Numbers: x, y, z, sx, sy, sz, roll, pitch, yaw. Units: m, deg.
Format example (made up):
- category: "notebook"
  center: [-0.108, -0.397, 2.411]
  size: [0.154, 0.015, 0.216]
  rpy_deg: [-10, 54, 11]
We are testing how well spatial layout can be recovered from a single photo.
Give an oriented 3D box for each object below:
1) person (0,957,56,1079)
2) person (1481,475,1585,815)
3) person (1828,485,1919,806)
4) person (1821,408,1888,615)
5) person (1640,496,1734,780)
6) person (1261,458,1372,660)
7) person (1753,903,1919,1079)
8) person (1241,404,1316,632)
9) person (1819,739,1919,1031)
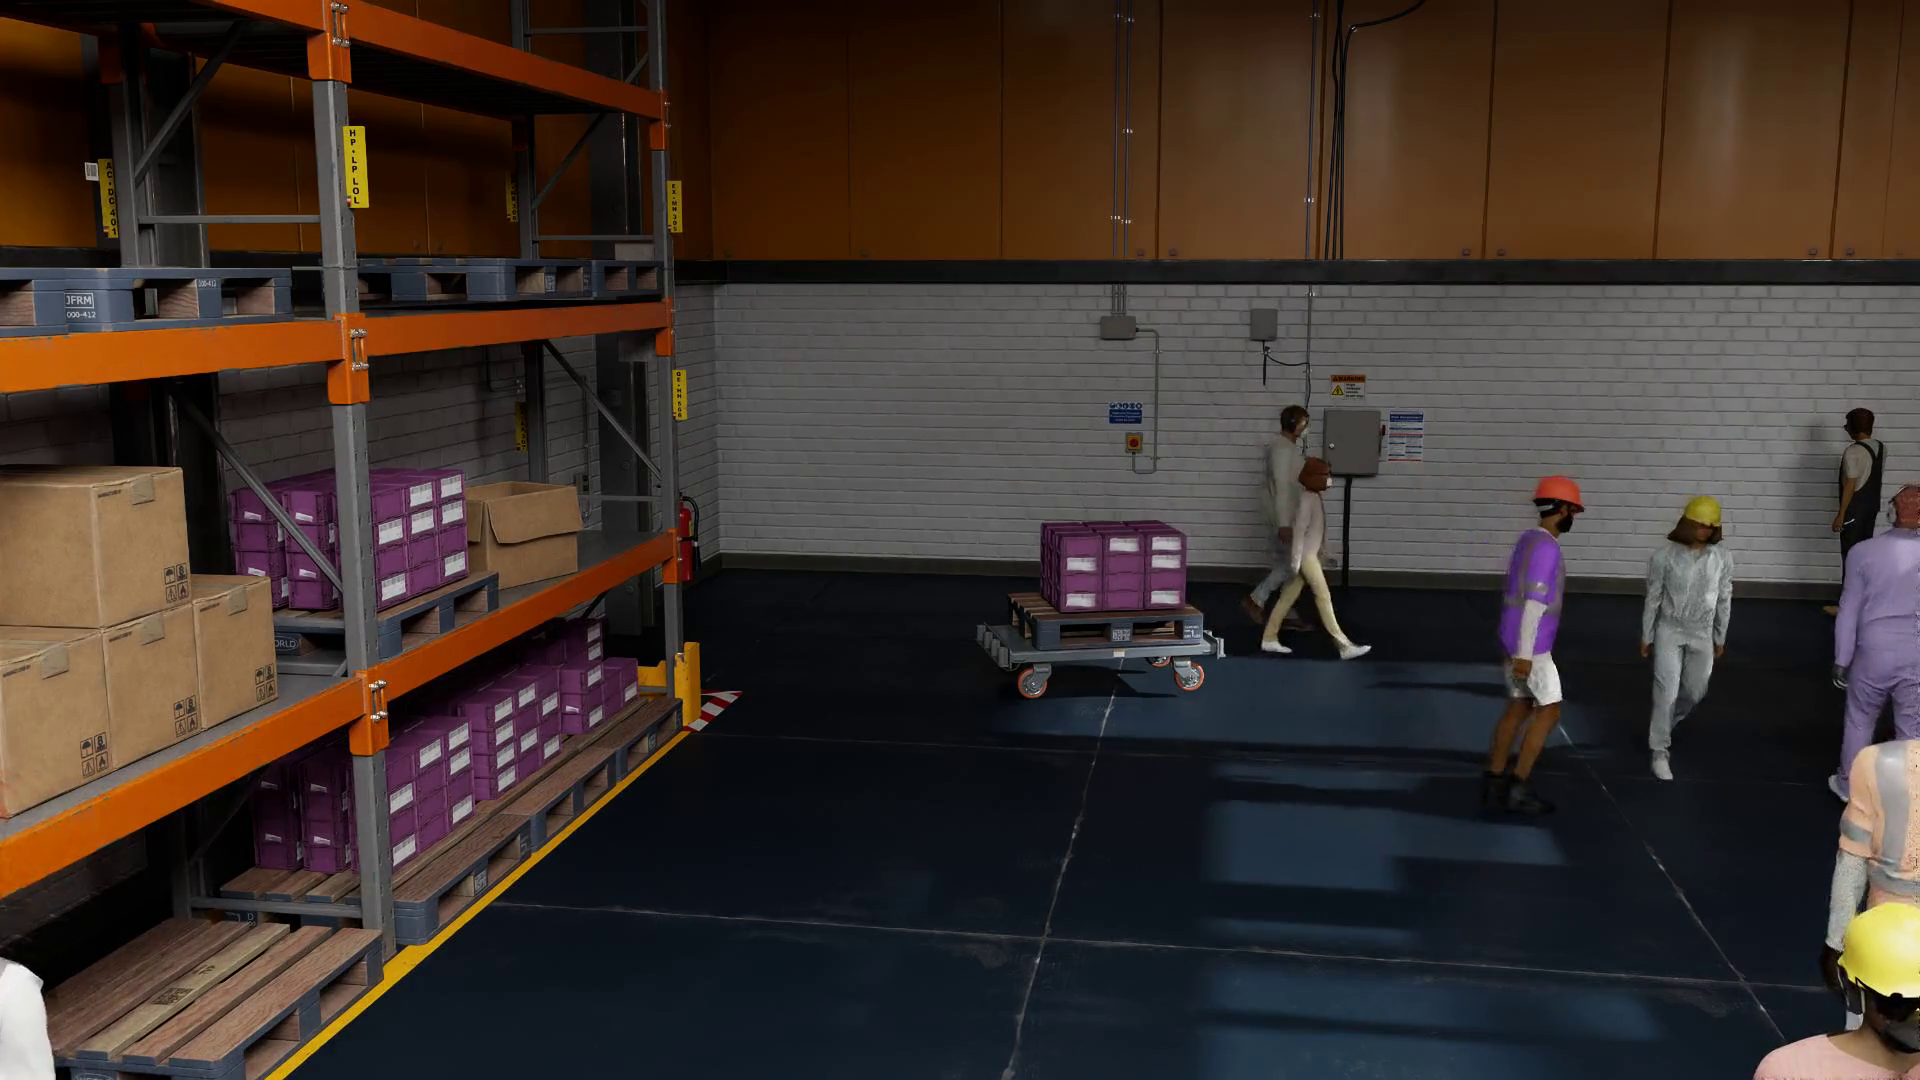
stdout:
- category: "person"
  center: [-2.313, 1.543, 3.624]
  size: [0.596, 1.826, 0.990]
  rpy_deg: [1, 9, 8]
- category: "person"
  center: [3.232, 0.583, 9.368]
  size: [0.556, 1.887, 0.588]
  rpy_deg: [1, 9, 6]
- category: "person"
  center: [5.130, 0.625, 9.136]
  size: [0.680, 1.869, 0.892]
  rpy_deg: [3, 10, 17]
- category: "person"
  center: [7.860, -0.238, 14.583]
  size: [0.505, 1.840, 0.346]
  rpy_deg: [-5, 11, -29]
- category: "person"
  center: [4.380, 0.550, 10.116]
  size: [0.505, 1.714, 0.670]
  rpy_deg: [1, 9, 6]
- category: "person"
  center: [2.776, 0.145, 13.010]
  size: [0.886, 1.581, 0.518]
  rpy_deg: [3, 10, 18]
- category: "person"
  center: [1.891, 1.599, 3.479]
  size: [0.526, 1.769, 0.330]
  rpy_deg: [0, 9, 0]
- category: "person"
  center: [2.716, -0.176, 13.920]
  size: [0.514, 1.928, 0.651]
  rpy_deg: [3, 10, 18]
- category: "person"
  center: [3.036, 1.252, 5.191]
  size: [0.612, 1.903, 0.467]
  rpy_deg: [3, 10, 18]
